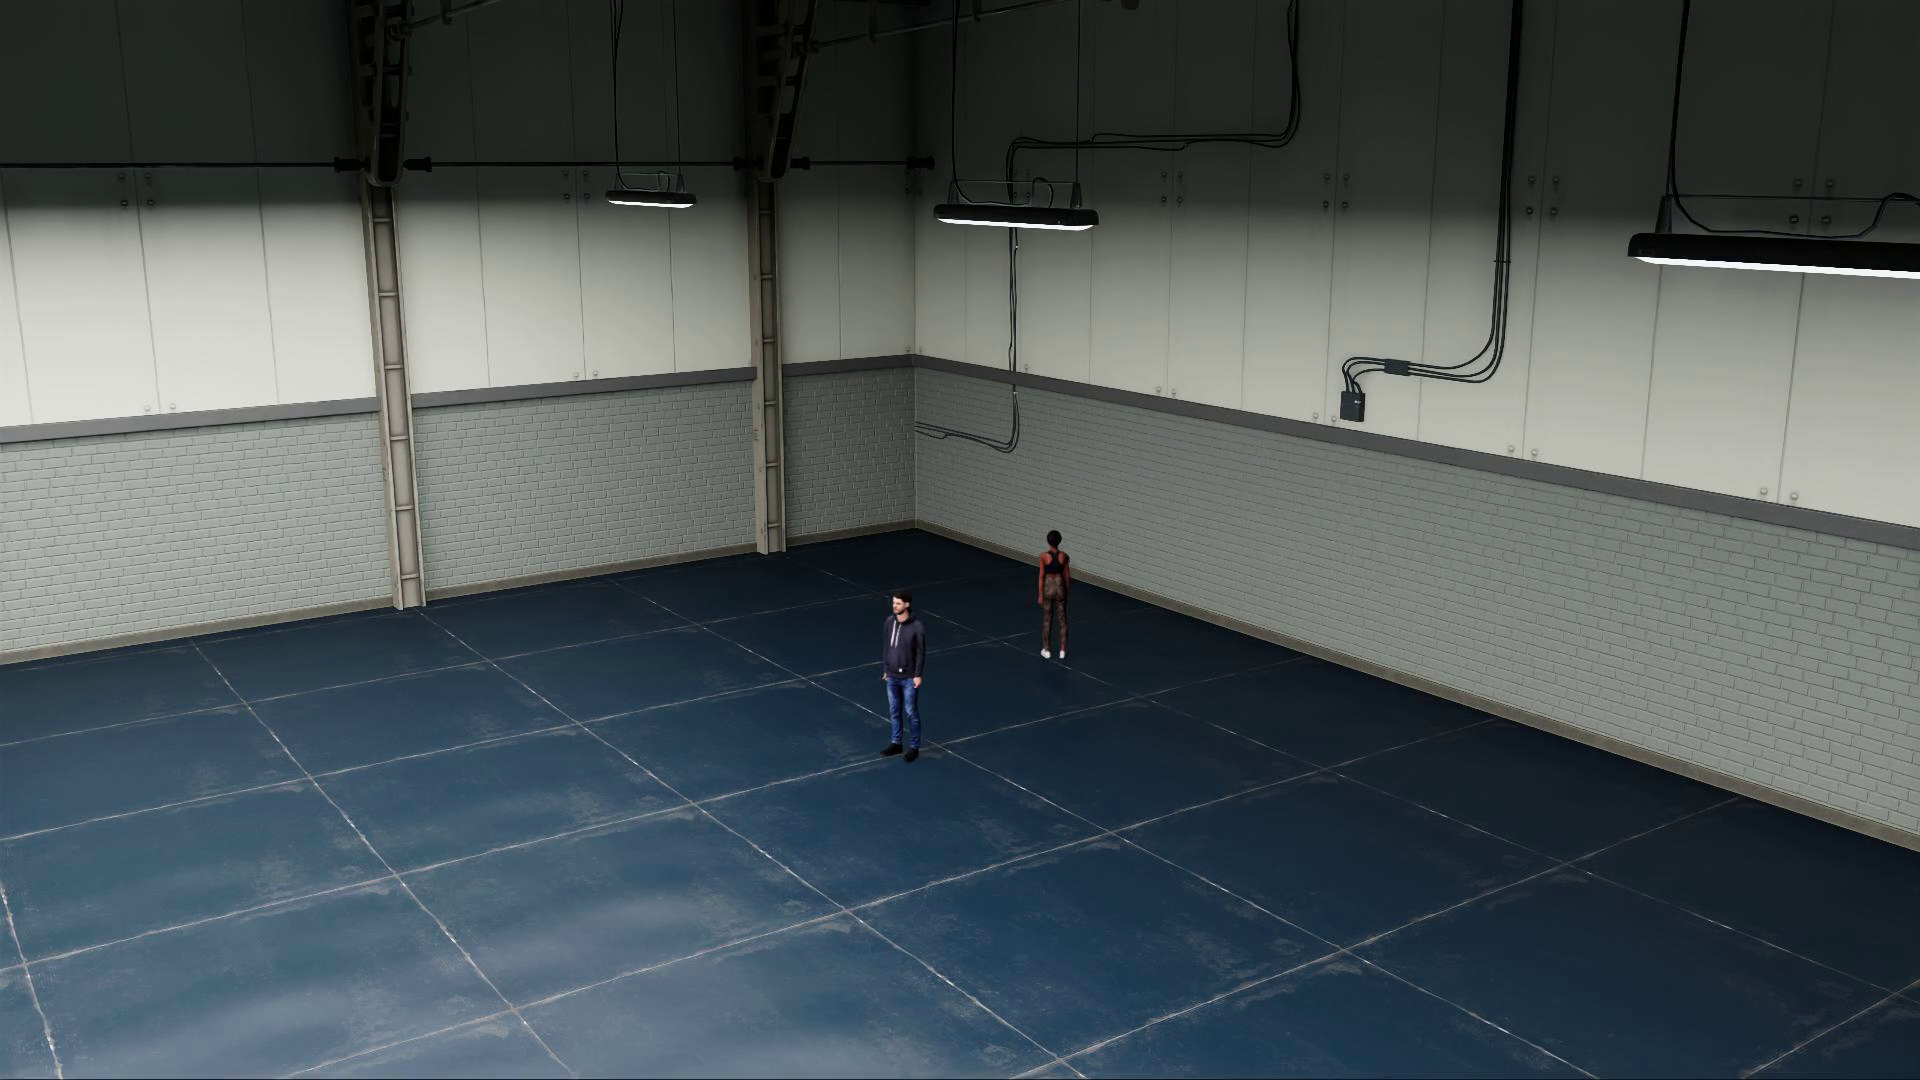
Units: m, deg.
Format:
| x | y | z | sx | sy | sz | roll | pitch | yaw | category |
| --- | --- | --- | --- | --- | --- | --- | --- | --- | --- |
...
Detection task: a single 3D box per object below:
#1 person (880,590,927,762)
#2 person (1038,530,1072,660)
| x | y | z | sx | sy | sz | roll | pitch | yaw | category |
| --- | --- | --- | --- | --- | --- | --- | --- | --- | --- |
| -0.604 | 1.444 | 18.042 | 0.741 | 1.895 | 0.697 | 9 | 16 | 34 | person |
| 1.225 | 0.697 | 21.700 | 0.609 | 1.699 | 0.718 | -1 | 13 | -5 | person |
